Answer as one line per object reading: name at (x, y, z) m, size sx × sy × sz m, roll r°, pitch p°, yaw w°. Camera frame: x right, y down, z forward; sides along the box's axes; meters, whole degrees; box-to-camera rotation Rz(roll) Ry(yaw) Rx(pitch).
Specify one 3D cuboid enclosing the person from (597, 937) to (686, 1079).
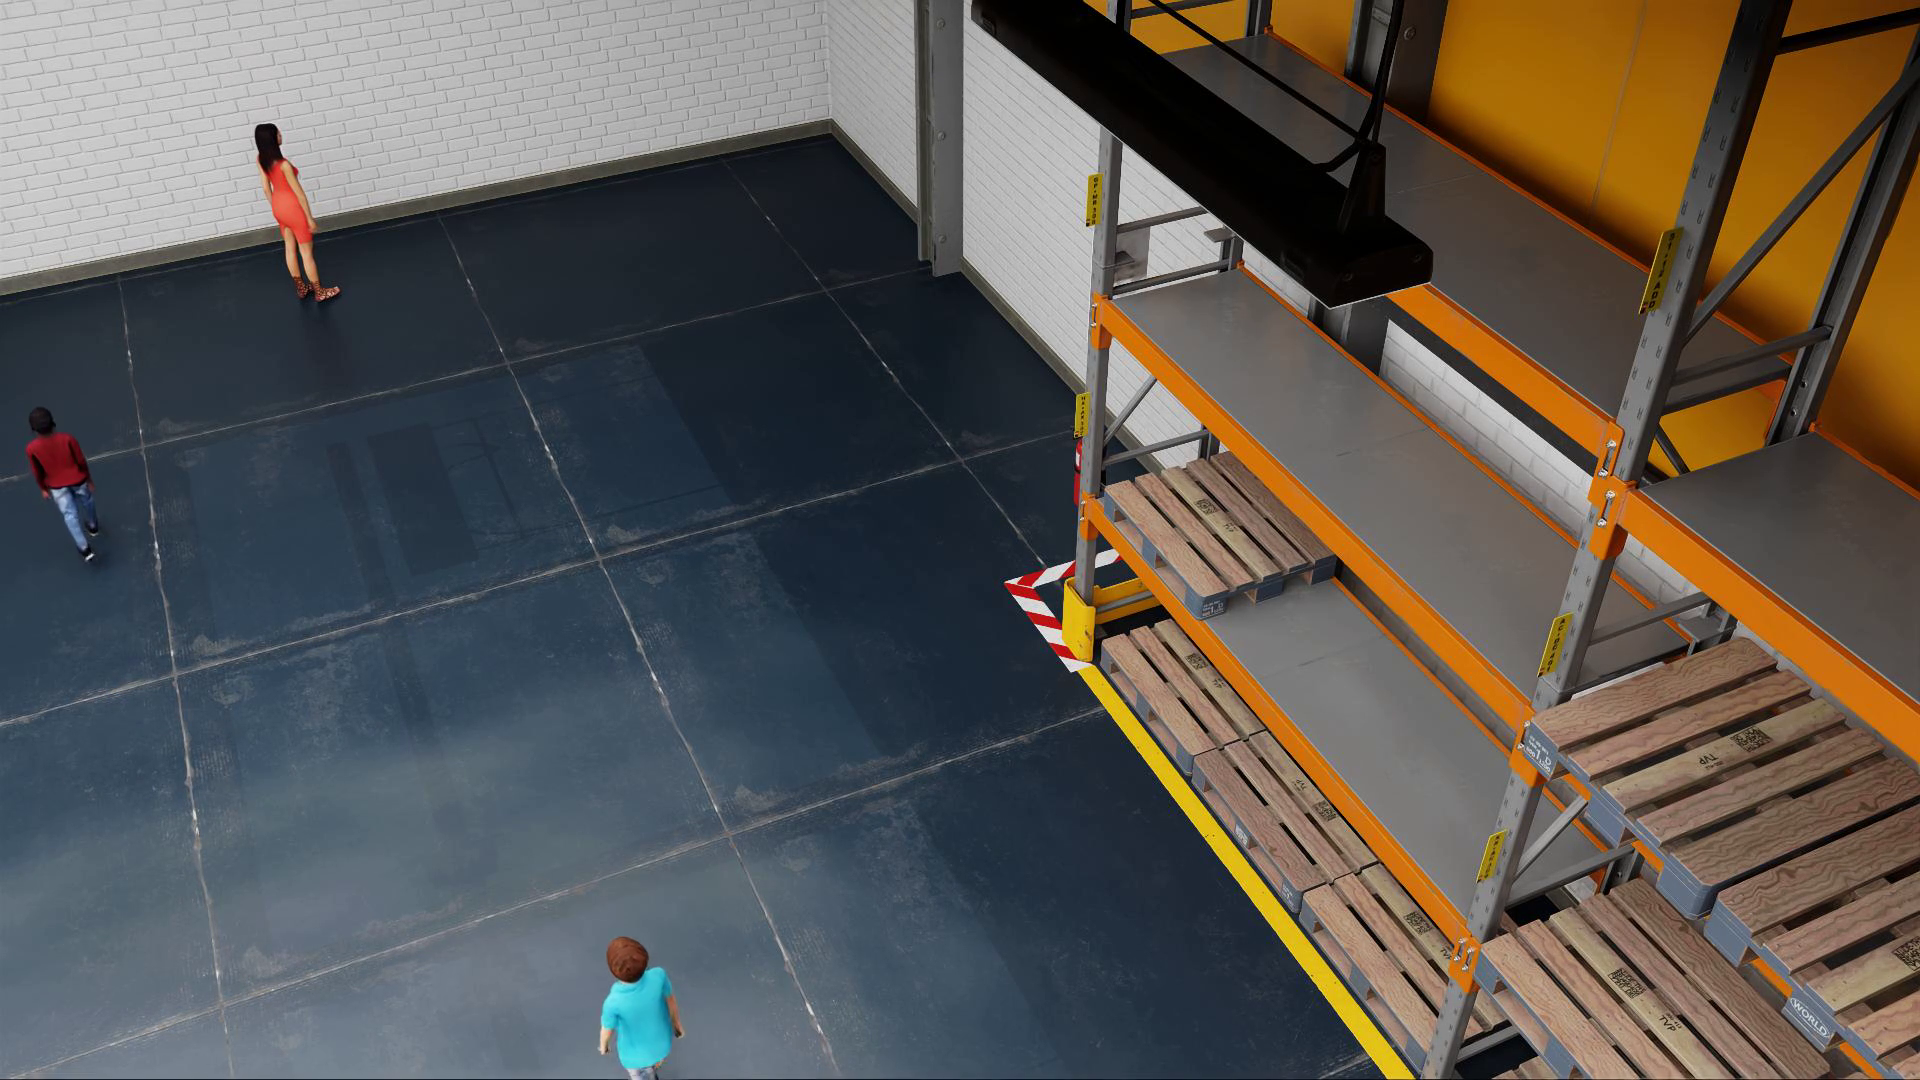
person at (-1.535, 2.549, 8.329) m, size 0.707 × 1.428 × 0.922 m, roll -30°, pitch 47°, yaw -32°

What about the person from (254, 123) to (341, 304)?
person at (-6.028, -2.941, 14.970) m, size 0.653 × 1.718 × 0.734 m, roll 18°, pitch 42°, yaw 21°

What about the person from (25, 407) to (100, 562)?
person at (-6.539, -0.405, 12.179) m, size 0.571 × 1.239 × 0.879 m, roll -22°, pitch 43°, yaw -25°
